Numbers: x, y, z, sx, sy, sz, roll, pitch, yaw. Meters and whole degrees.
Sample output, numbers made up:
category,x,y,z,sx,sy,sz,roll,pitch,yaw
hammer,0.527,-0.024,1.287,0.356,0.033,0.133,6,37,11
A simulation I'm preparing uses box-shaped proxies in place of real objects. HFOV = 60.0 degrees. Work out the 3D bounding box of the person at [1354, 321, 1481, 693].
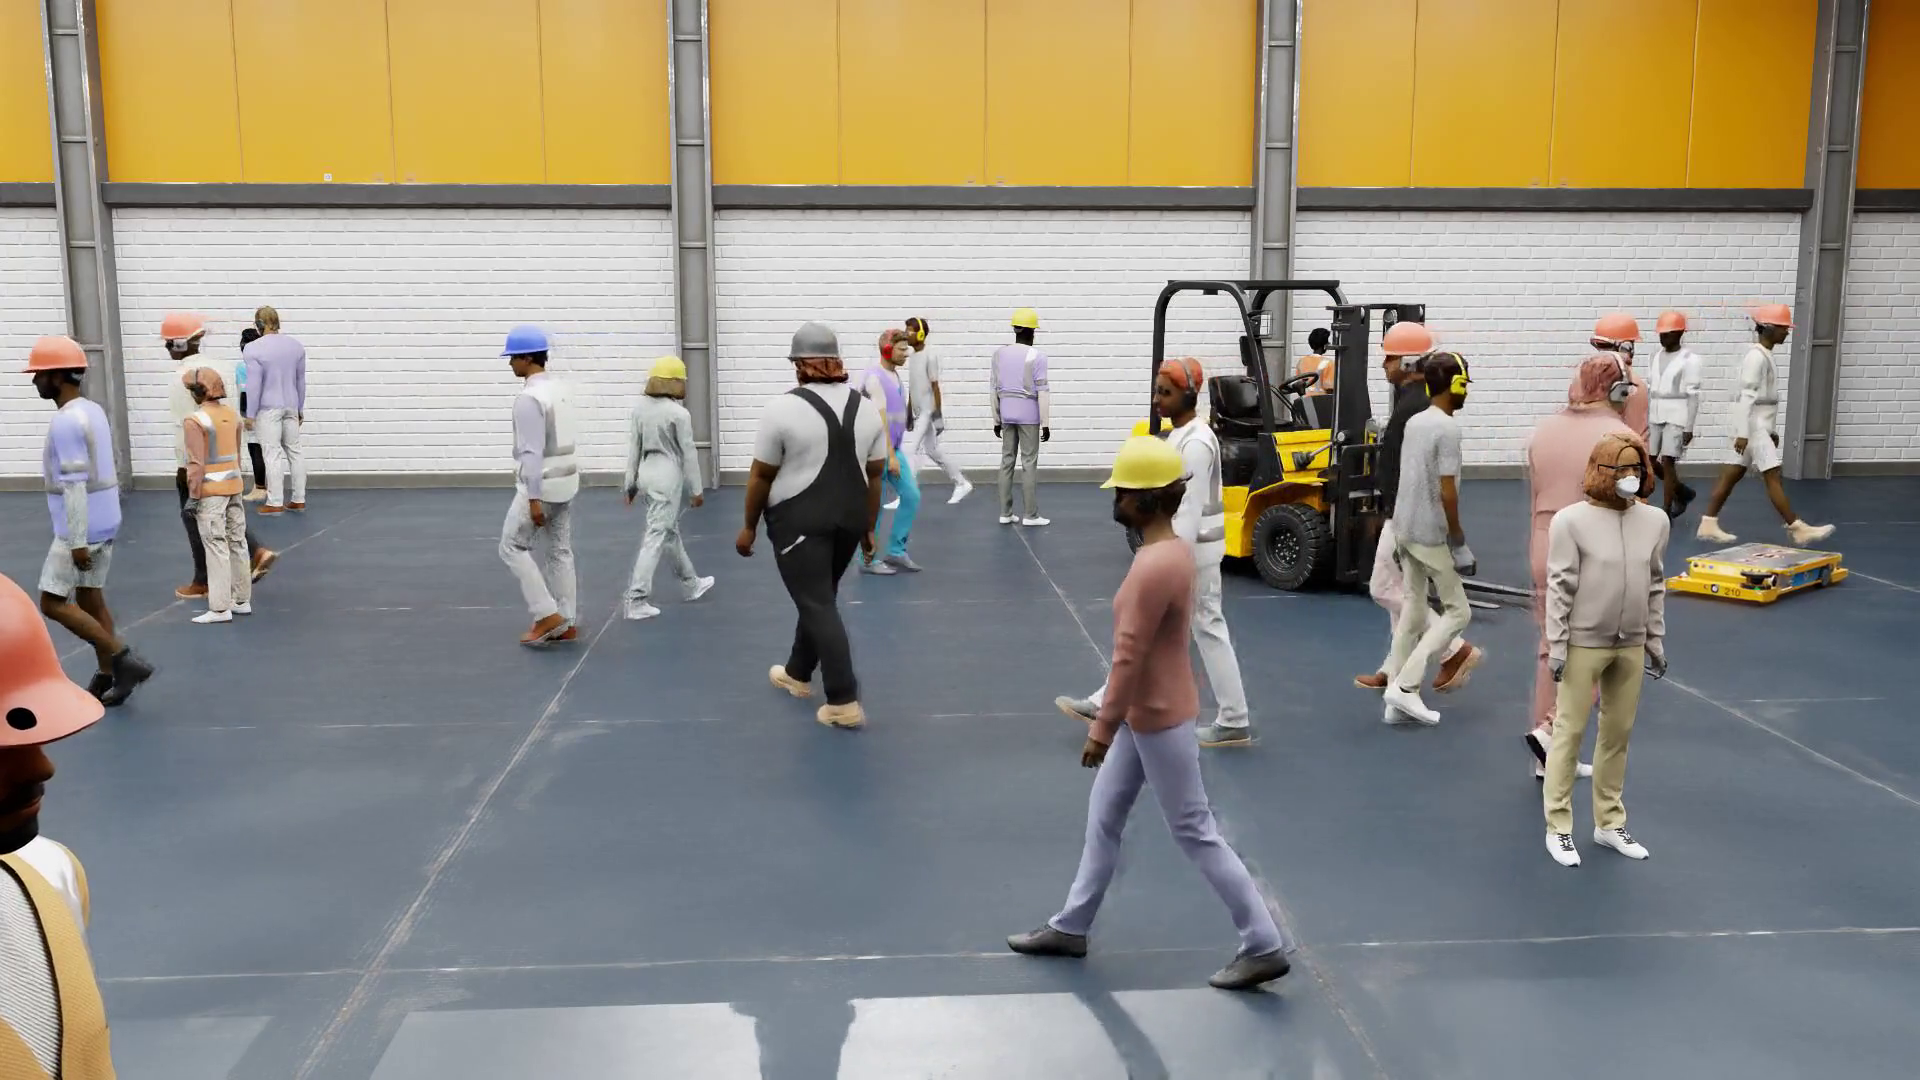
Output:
category,x,y,z,sx,sy,sz,roll,pitch,yaw
person,2.398,-0.143,8.661,0.568,1.981,0.628,5,10,26

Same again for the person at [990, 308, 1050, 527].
category,x,y,z,sx,sy,sz,roll,pitch,yaw
person,0.549,-1.080,14.693,0.593,1.924,0.380,6,11,35

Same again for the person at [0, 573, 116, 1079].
category,x,y,z,sx,sy,sz,roll,pitch,yaw
person,-1.055,0.965,1.821,0.359,1.938,0.545,0,9,0

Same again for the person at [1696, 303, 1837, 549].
category,x,y,z,sx,sy,sz,roll,pitch,yaw
person,6.574,-0.919,13.507,1.068,1.982,0.622,5,10,29

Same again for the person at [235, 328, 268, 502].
category,x,y,z,sx,sy,sz,roll,pitch,yaw
person,-6.893,-1.224,16.310,0.316,1.700,0.540,2,9,13

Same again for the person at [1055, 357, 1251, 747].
category,x,y,z,sx,sy,sz,roll,pitch,yaw
person,0.931,0.076,7.728,0.968,1.832,0.592,0,9,1

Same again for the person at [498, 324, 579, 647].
category,x,y,z,sx,sy,sz,roll,pitch,yaw
person,-2.488,-0.308,9.867,0.445,1.927,0.615,2,9,11

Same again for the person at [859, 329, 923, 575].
category,x,y,z,sx,sy,sz,roll,pitch,yaw
person,-0.497,-0.631,12.206,0.598,1.817,0.561,3,10,20

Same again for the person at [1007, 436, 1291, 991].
category,x,y,z,sx,sy,sz,roll,pitch,yaw
person,0.618,0.536,5.182,0.898,1.726,0.523,1,9,9

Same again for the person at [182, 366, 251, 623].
category,x,y,z,sx,sy,sz,roll,pitch,yaw
person,-4.748,-0.286,10.614,0.309,1.640,0.513,1,9,9

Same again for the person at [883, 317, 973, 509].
category,x,y,z,sx,sy,sz,roll,pitch,yaw
person,-0.288,-1.221,15.915,0.935,1.835,0.529,-4,10,-24

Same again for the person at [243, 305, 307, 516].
category,x,y,z,sx,sy,sz,roll,pitch,yaw
person,-6.315,-1.188,15.345,0.372,1.937,0.627,5,10,30

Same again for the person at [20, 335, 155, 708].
category,x,y,z,sx,sy,sz,roll,pitch,yaw
person,-4.419,-0.067,8.372,0.445,1.923,0.556,-1,9,-9

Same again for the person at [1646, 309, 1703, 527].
category,x,y,z,sx,sy,sz,roll,pitch,yaw
person,6.253,-1.056,14.566,0.579,1.920,0.560,-4,10,-22

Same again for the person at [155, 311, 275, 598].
category,x,y,z,sx,sy,sz,roll,pitch,yaw
person,-5.107,-0.563,11.306,0.583,1.972,0.630,1,9,4

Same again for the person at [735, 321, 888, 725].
category,x,y,z,sx,sy,sz,roll,pitch,yaw
person,-0.738,-0.128,8.360,0.688,2.000,1.015,-8,12,-40

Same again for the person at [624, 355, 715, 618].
category,x,y,z,sx,sy,sz,roll,pitch,yaw
person,-1.909,-0.364,10.940,0.494,1.680,0.913,6,11,35

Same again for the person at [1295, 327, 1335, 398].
category,x,y,z,sx,sy,sz,roll,pitch,yaw
person,3.593,-1.301,16.835,0.320,1.695,0.538,-5,10,-29

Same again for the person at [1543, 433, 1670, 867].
category,x,y,z,sx,sy,sz,roll,pitch,yaw
person,2.435,0.408,6.271,0.500,1.633,0.280,-2,9,-14

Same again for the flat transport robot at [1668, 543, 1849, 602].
category,x,y,z,sx,sy,sz,roll,pitch,yaw
flat transport robot,5.663,0.213,11.758,1.431,0.197,0.652,-8,12,-41

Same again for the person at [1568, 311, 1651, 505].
category,x,y,z,sx,sy,sz,roll,pitch,yaw
person,3.892,-0.365,9.987,0.375,1.997,0.611,-4,10,-24

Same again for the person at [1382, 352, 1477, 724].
category,x,y,z,sx,sy,sz,roll,pitch,yaw
person,2.285,0.005,8.153,0.429,1.841,0.528,-1,9,-9

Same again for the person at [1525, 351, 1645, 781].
category,x,y,z,sx,sy,sz,roll,pitch,yaw
person,2.664,0.140,7.139,0.477,1.891,0.668,-4,10,-23

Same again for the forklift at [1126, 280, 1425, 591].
category,x,y,z,sx,sy,sz,roll,pitch,yaw
forklift,2.301,-0.860,12.475,1.214,2.155,2.313,-6,11,-35
